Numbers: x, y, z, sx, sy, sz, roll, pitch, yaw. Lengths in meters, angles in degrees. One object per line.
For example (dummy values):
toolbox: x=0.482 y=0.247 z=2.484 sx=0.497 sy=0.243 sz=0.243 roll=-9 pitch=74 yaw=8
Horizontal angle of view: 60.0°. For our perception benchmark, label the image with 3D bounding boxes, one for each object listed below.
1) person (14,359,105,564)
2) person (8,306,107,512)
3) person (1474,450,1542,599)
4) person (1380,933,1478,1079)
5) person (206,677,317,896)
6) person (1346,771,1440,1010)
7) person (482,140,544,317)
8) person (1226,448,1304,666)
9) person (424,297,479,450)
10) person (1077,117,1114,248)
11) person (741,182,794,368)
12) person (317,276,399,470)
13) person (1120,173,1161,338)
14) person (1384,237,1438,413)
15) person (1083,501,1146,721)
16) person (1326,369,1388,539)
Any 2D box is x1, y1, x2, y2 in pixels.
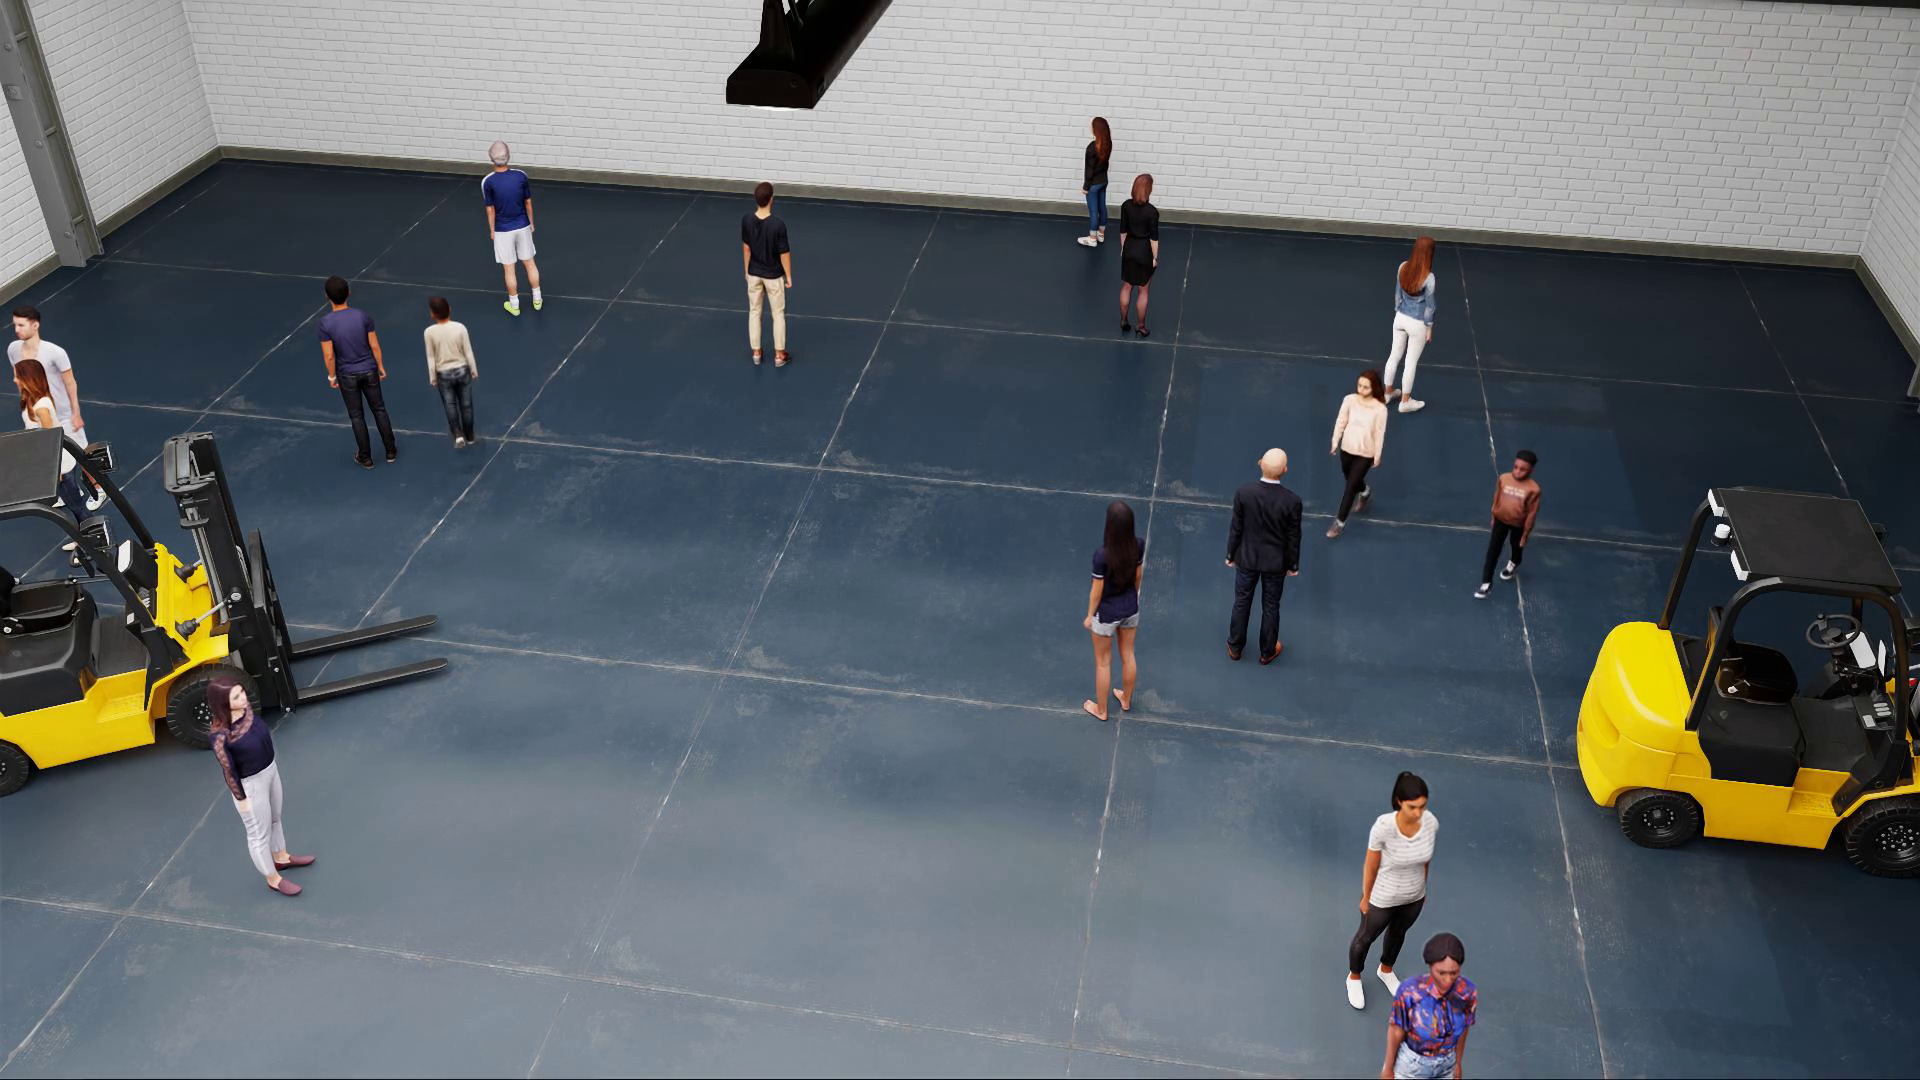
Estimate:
person: x=-7.210 y=-0.641 z=13.301 sx=0.715 sy=1.785 sz=0.661 roll=-23 pitch=40 yaw=-30
person: x=-7.592 y=-1.112 z=13.946 sx=0.674 sy=1.855 sz=0.559 roll=7 pitch=34 yaw=10
person: x=4.383 y=-0.166 z=13.097 sx=0.794 sy=1.220 sz=0.968 roll=24 pitch=41 yaw=32
person: x=2.331 y=2.641 z=8.402 sx=0.649 sy=1.743 sz=0.612 roll=-4 pitch=34 yaw=-6
person: x=-4.329 y=1.494 z=10.248 sx=0.694 sy=1.608 sz=0.535 roll=0 pitch=34 yaw=0
person: x=2.466 y=1.983 z=9.478 sx=0.644 sy=1.647 sz=0.653 roll=-8 pitch=35 yaw=-12
person: x=-4.614 y=-3.219 z=17.131 sx=0.719 sy=1.839 sz=0.771 roll=-20 pitch=38 yaw=-27
person: x=2.205 y=0.125 z=12.135 sx=0.713 sy=1.800 sz=0.619 roll=10 pitch=35 yaw=15
person: x=-4.515 y=-1.442 z=14.807 sx=0.760 sy=1.452 sz=0.848 roll=-12 pitch=36 yaw=-18
person: x=1.541 y=-4.039 z=18.685 sx=0.697 sy=1.485 sz=0.591 roll=24 pitch=40 yaw=31
person: x=-1.889 y=-2.565 z=16.136 sx=0.634 sy=1.851 sz=0.532 roll=7 pitch=34 yaw=10
person: x=-5.270 y=-1.464 z=14.532 sx=0.714 sy=1.793 sz=0.754 roll=-18 pitch=38 yaw=-25
person: x=1.789 y=-2.858 z=16.710 sx=0.661 sy=1.704 sz=0.658 roll=24 pitch=40 yaw=31
person: x=4.179 y=-2.007 z=15.430 sx=0.738 sy=1.703 sz=0.676 roll=-21 pitch=39 yaw=-28
person: x=1.081 y=0.500 z=11.601 sx=0.661 sy=1.766 sz=0.699 roll=-16 pitch=37 yaw=-22
person: x=3.326 y=-0.755 z=13.772 sx=0.894 sy=1.454 sz=1.048 roll=27 pitch=42 yaw=35
